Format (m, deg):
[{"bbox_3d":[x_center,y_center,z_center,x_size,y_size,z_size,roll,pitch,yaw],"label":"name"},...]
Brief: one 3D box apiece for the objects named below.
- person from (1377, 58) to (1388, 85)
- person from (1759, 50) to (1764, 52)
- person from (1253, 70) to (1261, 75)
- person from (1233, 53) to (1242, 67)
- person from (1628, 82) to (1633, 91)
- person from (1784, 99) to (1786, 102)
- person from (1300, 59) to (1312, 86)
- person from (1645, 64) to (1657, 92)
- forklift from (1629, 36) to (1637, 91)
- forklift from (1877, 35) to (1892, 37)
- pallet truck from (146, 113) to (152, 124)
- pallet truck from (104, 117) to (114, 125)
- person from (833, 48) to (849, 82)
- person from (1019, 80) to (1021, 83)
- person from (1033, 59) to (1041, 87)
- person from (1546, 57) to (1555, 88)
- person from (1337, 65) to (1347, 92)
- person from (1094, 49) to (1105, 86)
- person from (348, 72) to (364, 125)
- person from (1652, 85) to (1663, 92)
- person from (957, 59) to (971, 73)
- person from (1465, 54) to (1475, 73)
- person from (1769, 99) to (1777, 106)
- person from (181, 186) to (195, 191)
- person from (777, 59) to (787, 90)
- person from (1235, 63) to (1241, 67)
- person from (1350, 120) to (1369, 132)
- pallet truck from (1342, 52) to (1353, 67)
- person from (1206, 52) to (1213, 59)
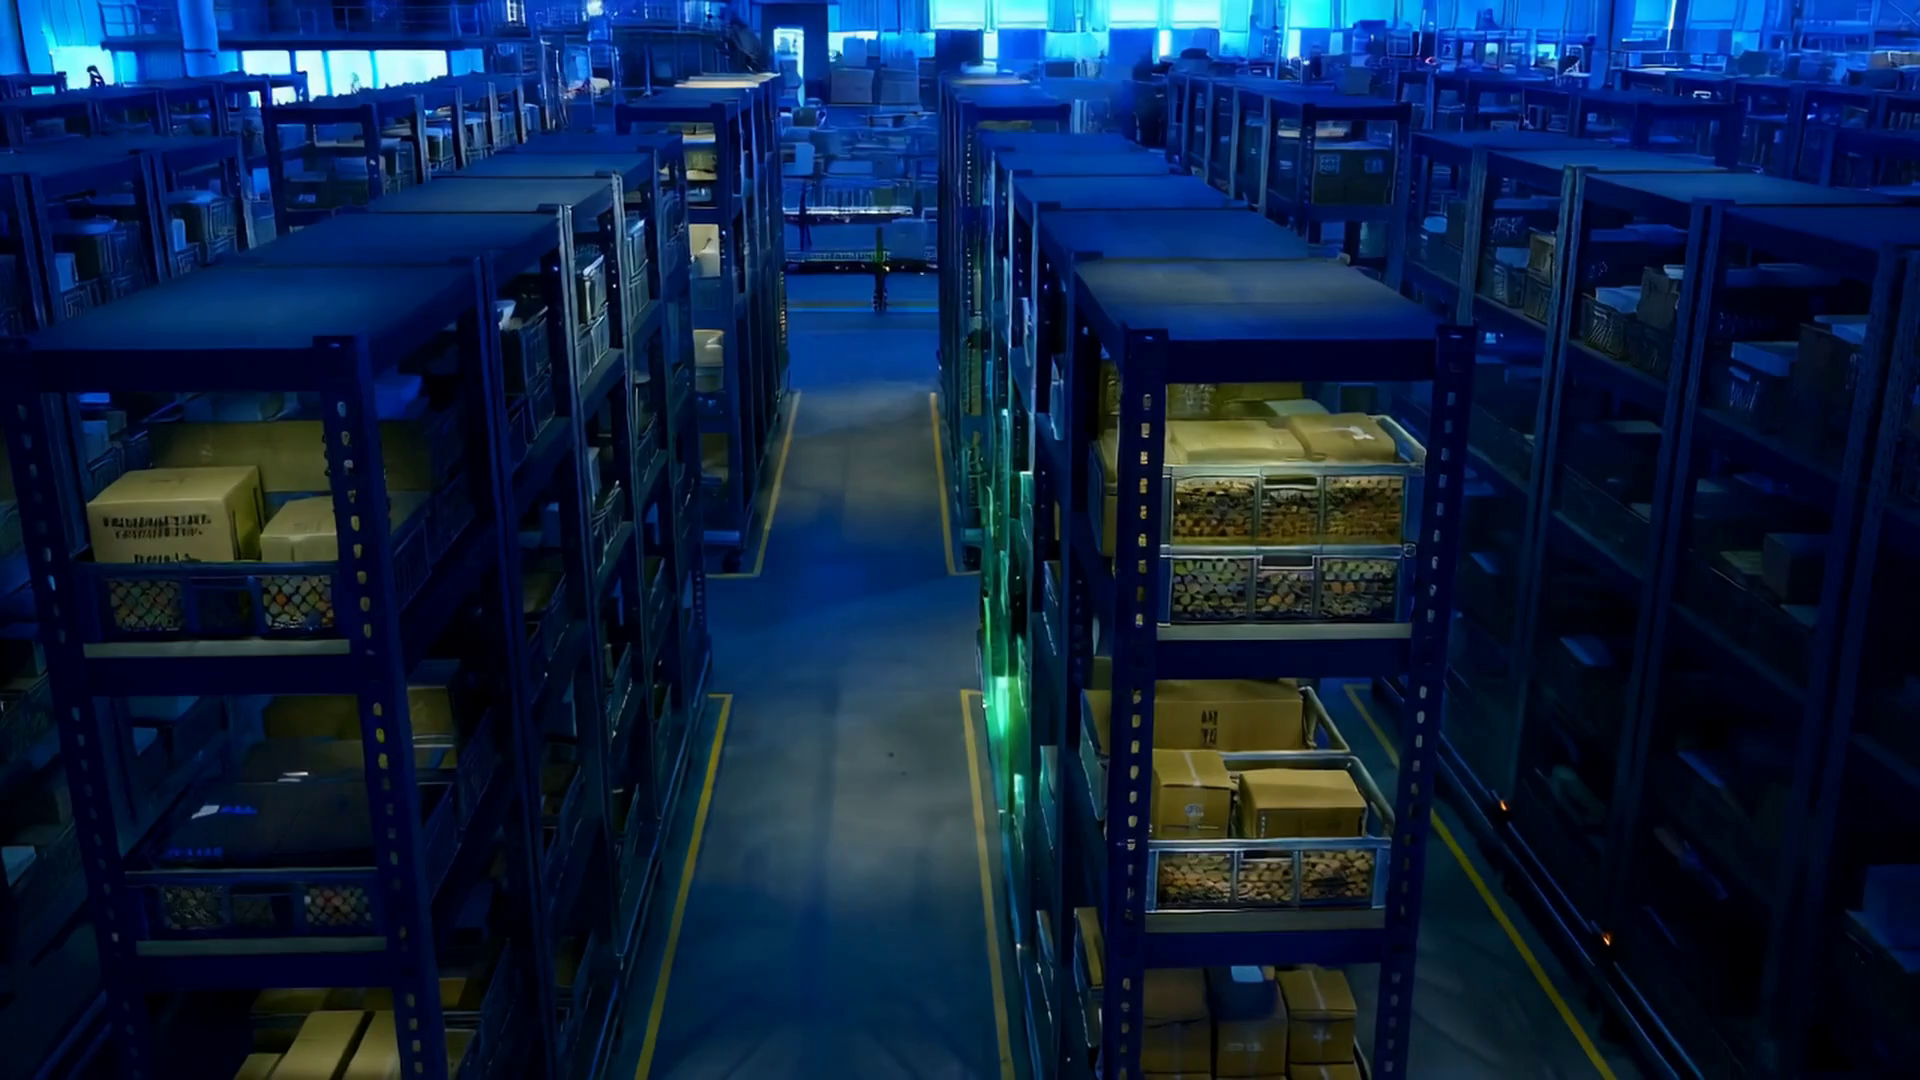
[{"bbox_3d":[20.766,-22.813,81.761,0.532,1.693,0.319,0,18,-1],"label":"person"},{"bbox_3d":[41.781,-24.614,86.940,0.542,1.938,0.358,-9,20,-26],"label":"person"},{"bbox_3d":[10.565,-15.767,59.472,0.381,1.994,0.622,-12,21,-32],"label":"person"},{"bbox_3d":[14.973,-25.416,89.796,0.497,1.715,0.686,10,20,27],"label":"person"},{"bbox_3d":[27.515,-18.701,68.710,0.485,1.896,0.629,-3,18,-10],"label":"person"},{"bbox_3d":[32.608,-17.765,65.857,0.329,1.872,0.507,-10,20,-28],"label":"person"},{"bbox_3d":[15.638,-20.789,75.239,0.503,1.861,0.328,7,19,21],"label":"person"},{"bbox_3d":[31.290,-20.868,75.383,0.655,1.920,0.646,-15,23,-38],"label":"person"},{"bbox_3d":[30.616,-21.919,77.092,1.129,2.768,1.873,-1,18,-2],"label":"forklift"},{"bbox_3d":[44.168,-22.911,80.163,1.129,2.768,1.873,-1,18,-2],"label":"forklift"},{"bbox_3d":[-18.087,-8.309,36.390,1.885,1.965,0.823,-1,18,-4],"label":"pallet truck"},{"bbox_3d":[-18.367,-7.885,35.078,1.885,1.965,0.823,1,18,2],"label":"pallet truck"},{"bbox_3d":[-6.707,-26.655,93.349,0.969,1.881,0.598,-4,18,-11],"label":"person"},{"bbox_3d":[1.855,-13.185,51.439,0.410,2.029,0.610,-10,20,-28],"label":"person"},{"bbox_3d":[3.362,-20.292,73.593,0.606,1.917,0.556,-9,20,-25],"label":"person"},{"bbox_3d":[28.679,-22.590,80.912,0.960,1.798,0.526,-1,18,-2],"label":"person"},{"bbox_3d":[15.045,-17.716,65.587,0.349,1.940,0.551,5,19,15],"label":"person"},{"bbox_3d":[7.522,-25.237,88.882,0.457,1.924,0.619,10,20,27],"label":"person"},{"bbox_3d":[-21.897,-16.038,60.487,0.584,1.884,0.349,-1,18,-4],"label":"person"},{"bbox_3d":[24.245,-15.266,57.997,0.500,1.942,0.624,-1,18,-2],"label":"person"},{"bbox_3d":[0.194,-20.712,74.956,0.664,1.926,0.777,3,18,8],"label":"person"},{"bbox_3d":[24.761,-22.581,80.714,0.629,1.901,0.617,-12,21,-32],"label":"person"},{"bbox_3d":[23.423,-11.891,48.032,0.631,1.635,0.882,-8,20,-23],"label":"person"},{"bbox_3d":[-12.661,-5.317,27.358,0.645,1.865,0.972,-13,22,-34],"label":"person"},{"bbox_3d":[-9.122,-23.972,85.129,0.588,1.829,0.643,15,23,38],"label":"person"},{"bbox_3d":[10.896,-17.705,65.397,0.551,2.000,0.688,2,18,5],"label":"person"},{"bbox_3d":[11.822,-12.305,49.203,0.538,1.721,0.930,2,18,7],"label":"person"},{"bbox_3d":[18.794,-23.123,82.231,0.823,1.965,1.885,-13,22,-35],"label":"pallet truck"},{"bbox_3d":[13.080,-24.748,87.542,0.430,1.837,0.620,-11,21,-30],"label":"person"}]
